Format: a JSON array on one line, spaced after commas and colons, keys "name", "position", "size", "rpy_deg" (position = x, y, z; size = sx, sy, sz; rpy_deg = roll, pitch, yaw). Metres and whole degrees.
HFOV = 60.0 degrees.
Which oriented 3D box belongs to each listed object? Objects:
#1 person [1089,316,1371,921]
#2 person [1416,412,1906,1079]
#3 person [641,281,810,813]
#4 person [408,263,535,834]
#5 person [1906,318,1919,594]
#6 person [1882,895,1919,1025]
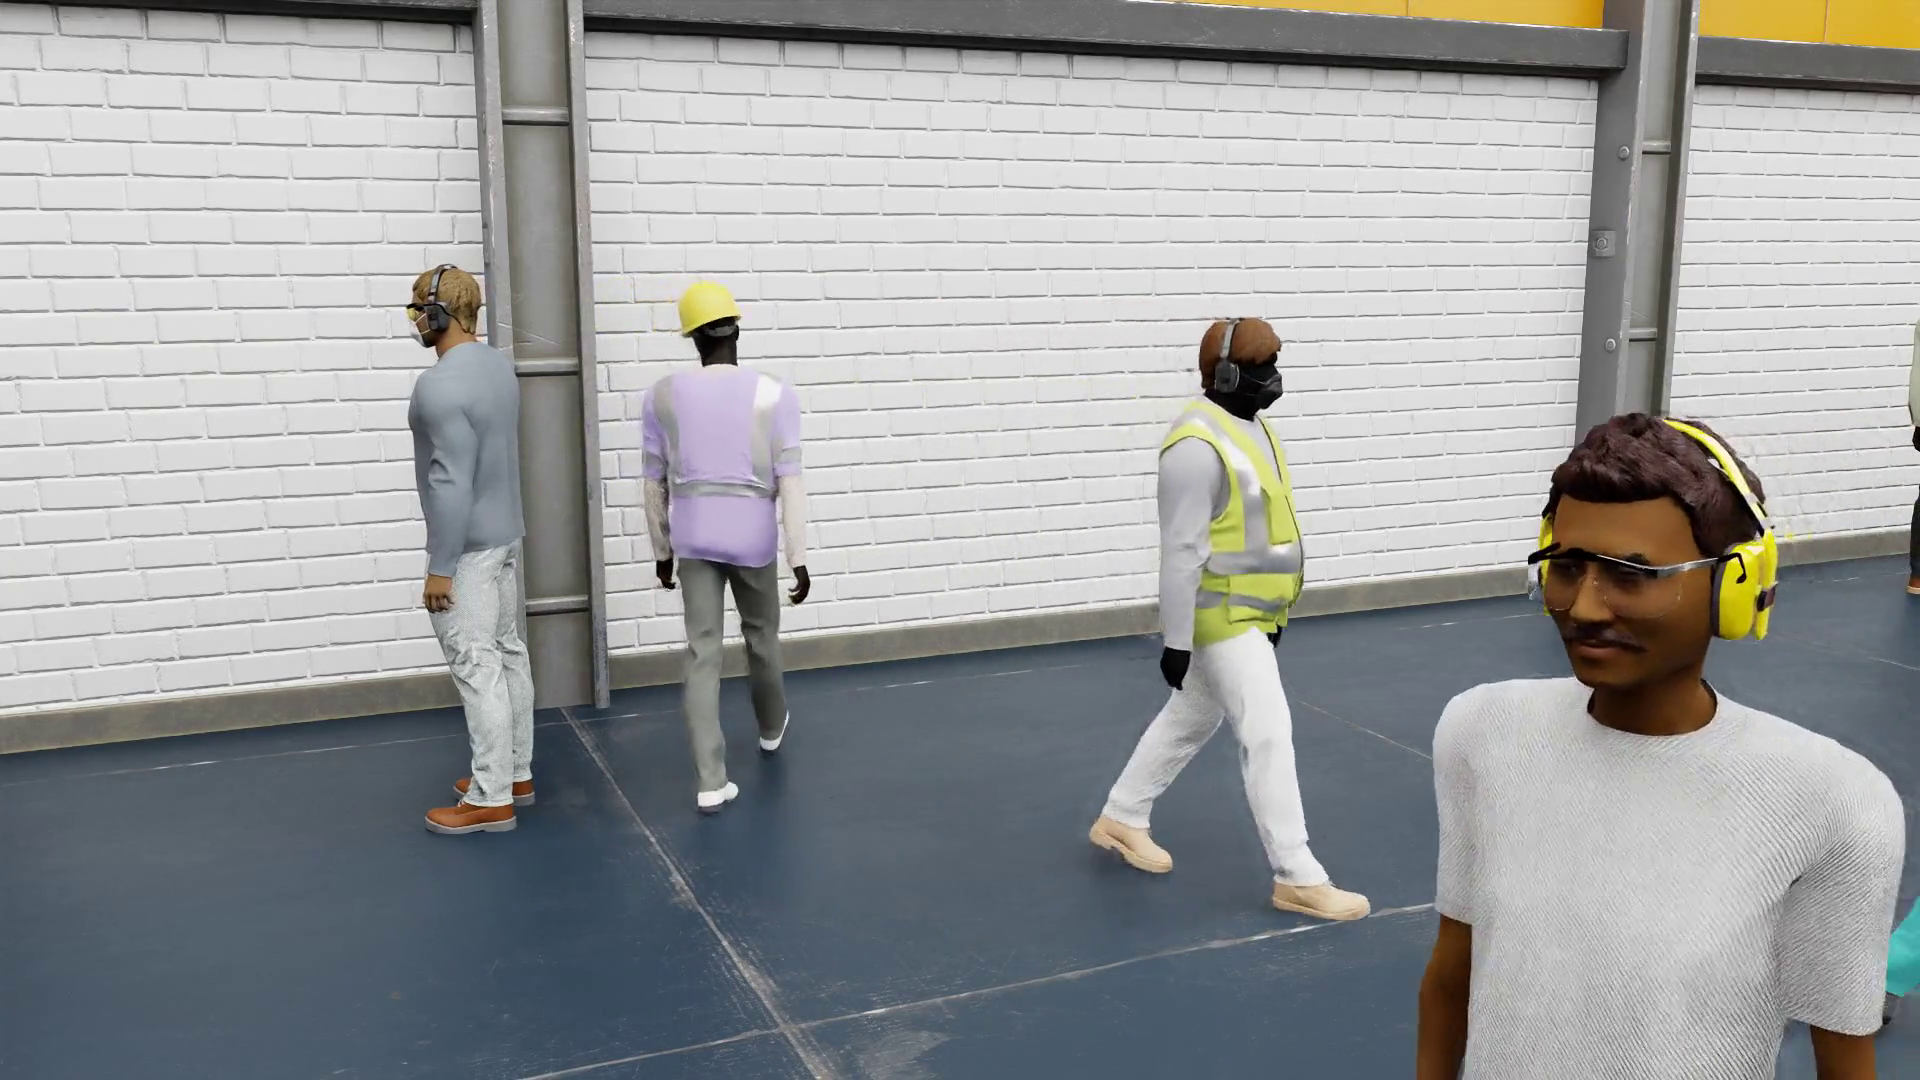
[{"name": "person", "position": [0.800, 0.216, 5.096], "size": [0.927, 1.802, 0.634], "rpy_deg": [5, 11, 25]}, {"name": "person", "position": [0.746, 0.769, 1.885], "size": [0.602, 1.855, 0.516], "rpy_deg": [-9, 14, -42]}, {"name": "person", "position": [-0.844, -0.007, 6.123], "size": [0.621, 1.869, 1.003], "rpy_deg": [0, 10, 3]}, {"name": "person", "position": [-1.675, 0.034, 5.693], "size": [0.352, 1.937, 0.635], "rpy_deg": [1, 10, 3]}, {"name": "person", "position": [5.637, -0.652, 9.323], "size": [0.376, 1.995, 0.612], "rpy_deg": [-7, 13, -35]}, {"name": "person", "position": [2.584, 0.442, 4.020], "size": [0.867, 1.720, 0.544], "rpy_deg": [1, 10, 7]}]
